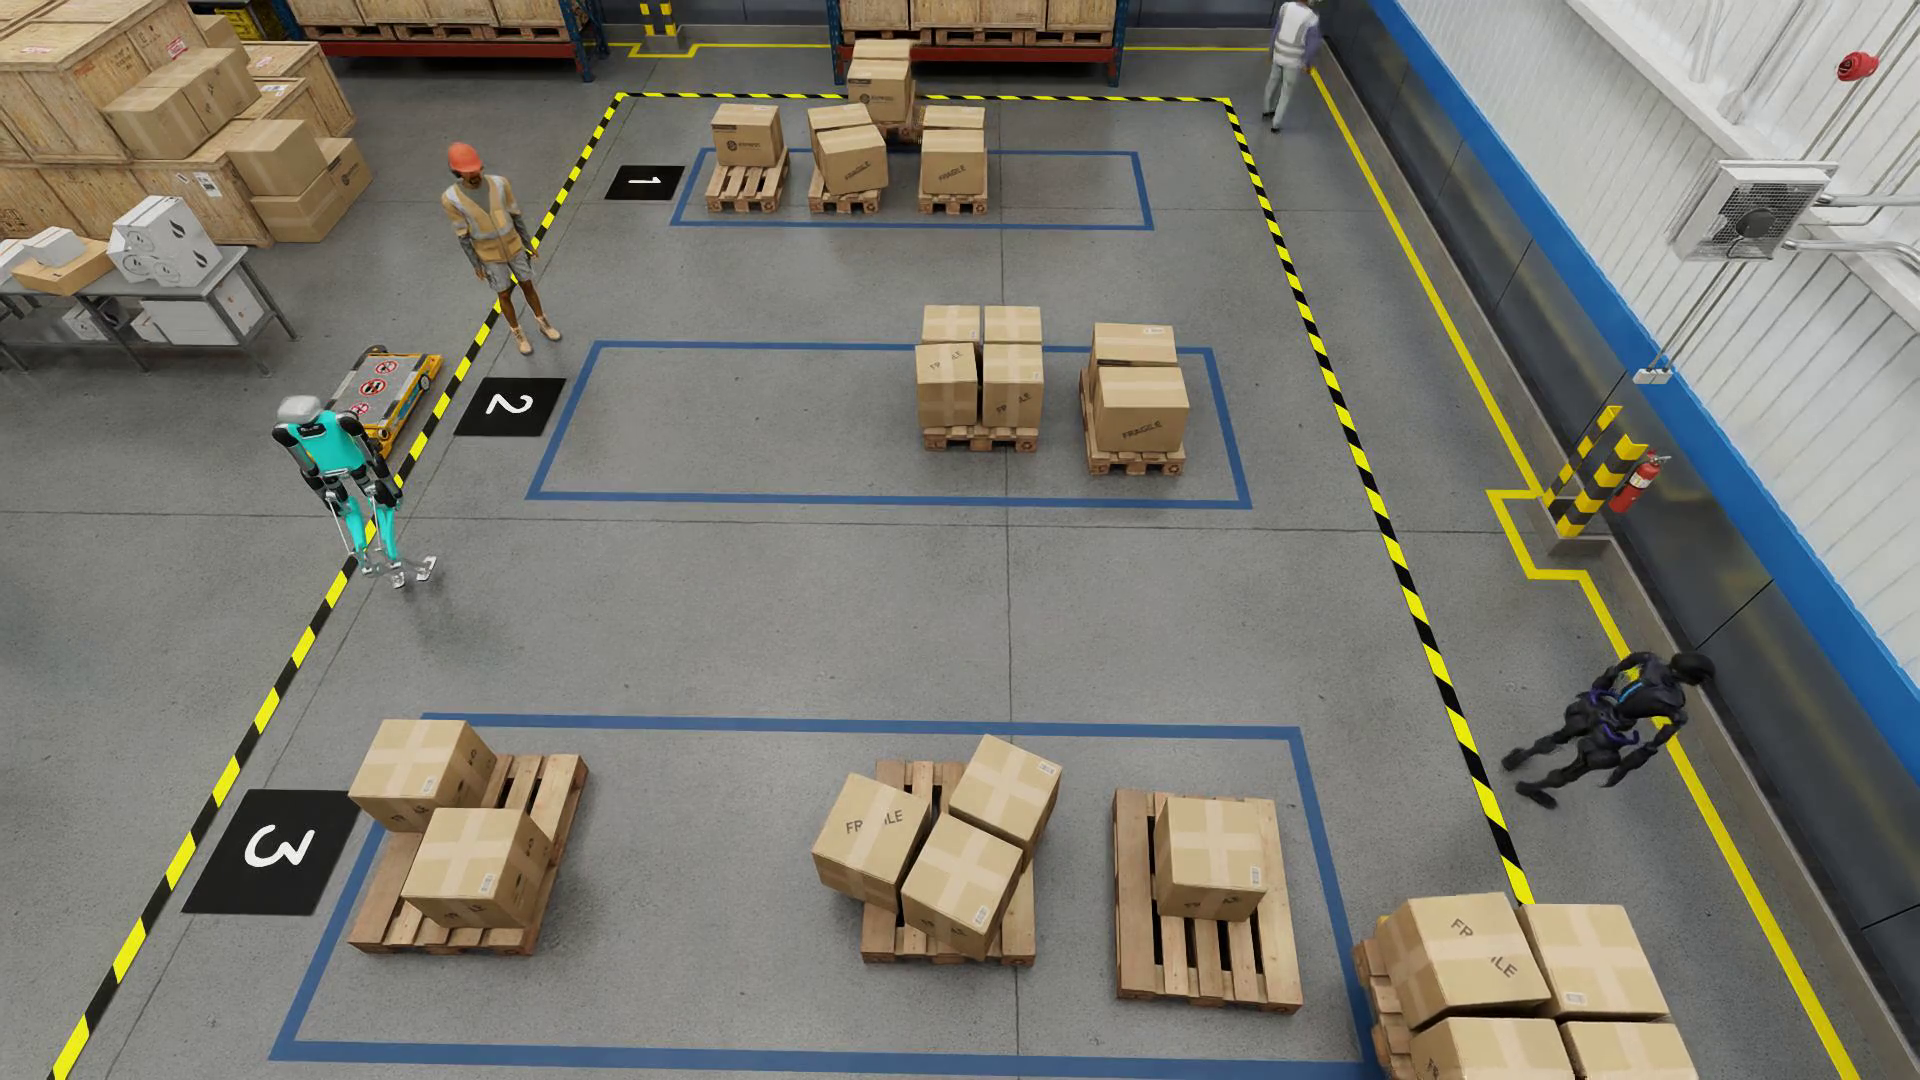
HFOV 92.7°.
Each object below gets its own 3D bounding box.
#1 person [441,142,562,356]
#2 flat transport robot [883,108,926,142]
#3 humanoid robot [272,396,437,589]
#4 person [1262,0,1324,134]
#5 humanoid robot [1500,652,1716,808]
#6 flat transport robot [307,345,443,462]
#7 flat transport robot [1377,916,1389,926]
[{"bbox_3d":[-4.230,-2.665,8.459,0.604,2.048,0.366,-35,58,-26],"label":"person"},{"bbox_3d":[-0.938,-5.412,11.928,1.431,0.197,0.652,1,50,1],"label":"flat transport robot"},{"bbox_3d":[-4.282,-0.203,6.491,0.533,1.673,0.735,-11,51,-9],"label":"humanoid robot"},{"bbox_3d":[4.186,-6.066,11.519,0.506,1.802,0.604,-28,55,-22],"label":"person"},{"bbox_3d":[3.830,1.115,5.498,0.399,1.640,0.605,0,50,0],"label":"humanoid robot"},{"bbox_3d":[-5.383,-1.269,8.441,0.659,0.231,1.431,1,50,1],"label":"flat transport robot"},{"bbox_3d":[2.823,2.783,4.994,0.652,0.197,1.431,1,50,1],"label":"flat transport robot"}]
